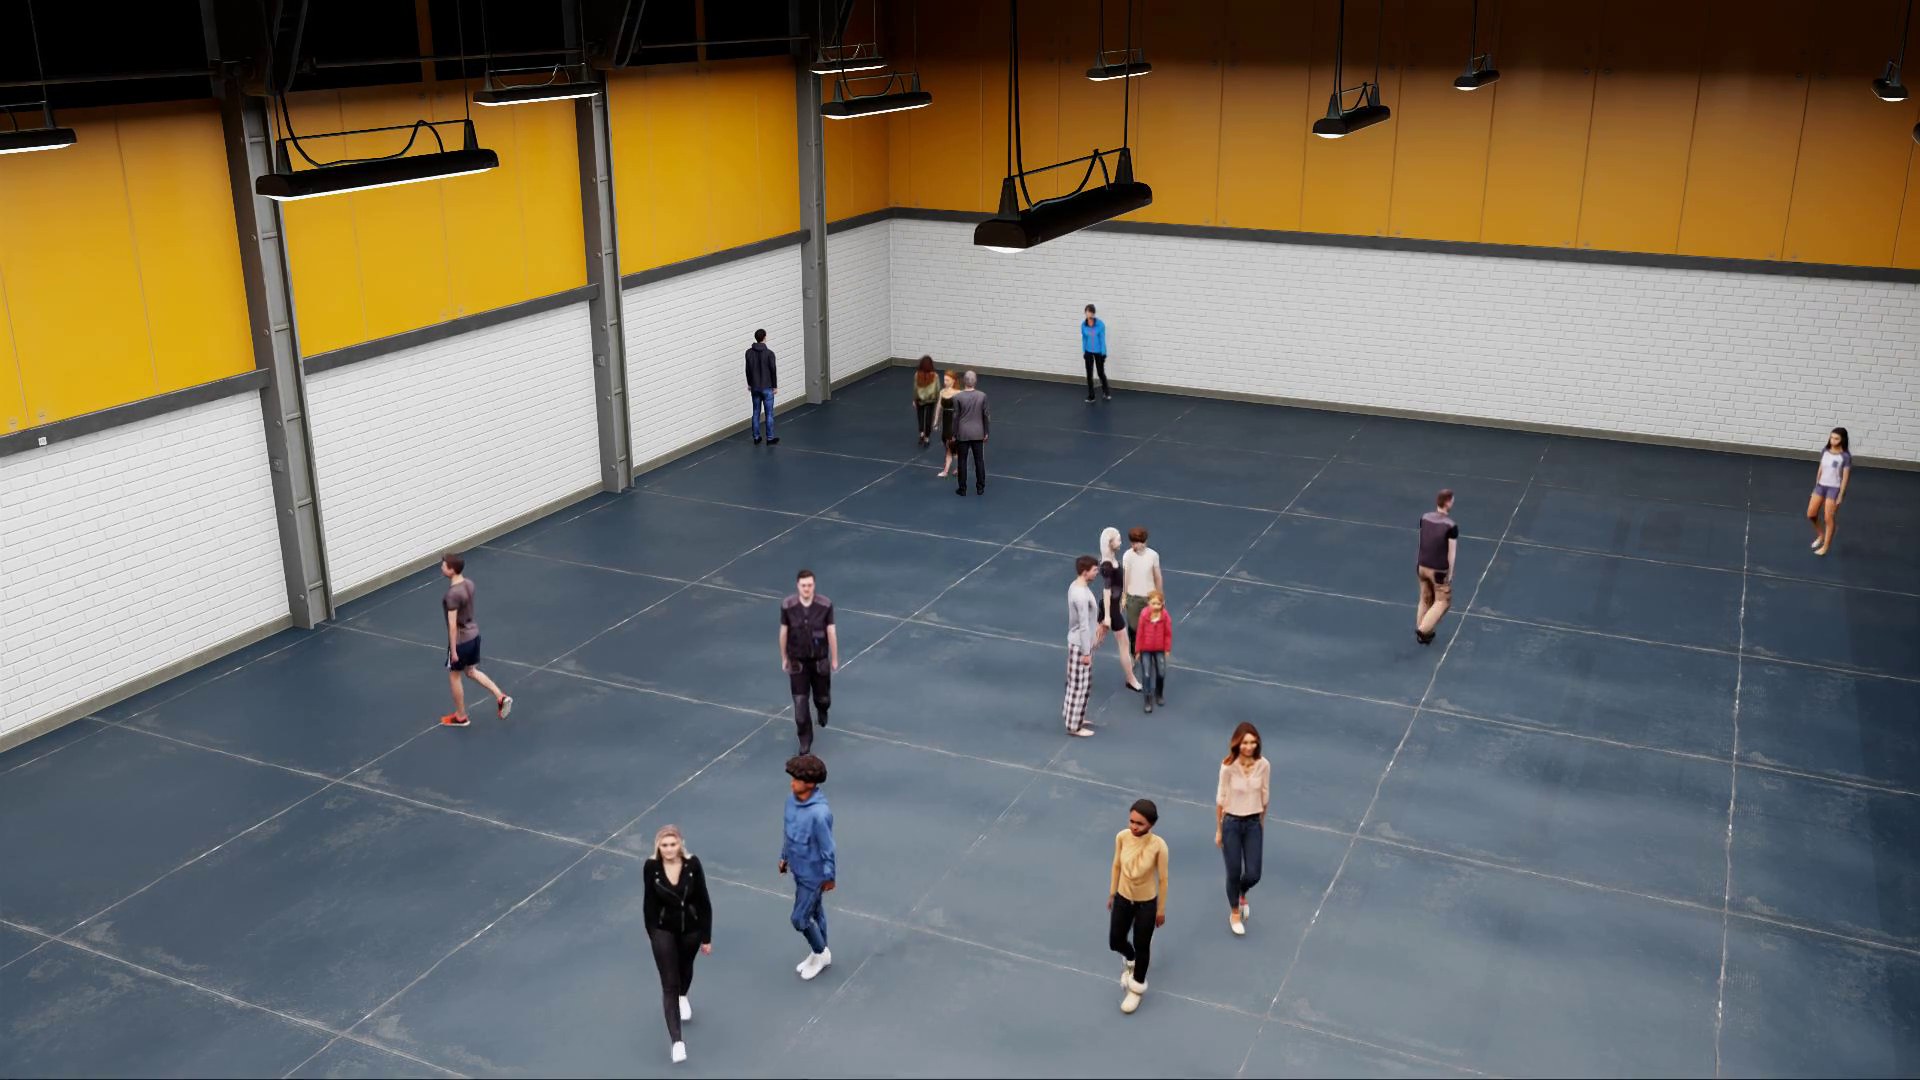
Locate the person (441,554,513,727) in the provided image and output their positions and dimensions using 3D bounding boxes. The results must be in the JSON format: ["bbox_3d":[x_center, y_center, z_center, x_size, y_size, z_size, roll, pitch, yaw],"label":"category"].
[{"bbox_3d":[-4.880,1.011,16.576,0.848,1.836,0.983,4,19,10],"label":"person"}]

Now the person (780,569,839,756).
[{"bbox_3d":[-1.480,1.141,16.203,0.958,1.829,1.102,0,19,0],"label":"person"}]

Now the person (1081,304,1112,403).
[{"bbox_3d":[2.428,-3.322,29.557,0.656,1.763,0.906,9,21,24],"label":"person"}]

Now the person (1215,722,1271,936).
[{"bbox_3d":[2.181,2.223,13.063,0.729,1.780,0.783,-1,19,-4],"label":"person"}]

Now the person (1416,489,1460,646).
[{"bbox_3d":[5.254,0.334,18.609,0.956,1.822,0.884,-14,23,-35],"label":"person"}]

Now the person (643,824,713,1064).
[{"bbox_3d":[-1.988,2.740,11.753,1.065,1.637,1.180,-5,19,-14],"label":"person"}]

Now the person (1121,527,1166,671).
[{"bbox_3d":[1.968,0.626,18.034,0.740,1.636,0.740,-2,19,-7],"label":"person"}]

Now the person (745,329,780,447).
[{"bbox_3d":[-3.201,-2.474,26.834,0.708,1.894,0.610,5,19,16],"label":"person"}]

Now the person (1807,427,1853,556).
[{"bbox_3d":[11.405,-0.647,21.684,0.757,1.717,0.713,-10,21,-27],"label":"person"}]

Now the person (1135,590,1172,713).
[{"bbox_3d":[1.974,1.113,17.099,0.619,1.309,0.675,1,19,3],"label":"person"}]

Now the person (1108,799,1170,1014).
[{"bbox_3d":[1.319,2.607,12.123,0.624,1.653,0.705,11,21,29],"label":"person"}]

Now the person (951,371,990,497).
[{"bbox_3d":[0.139,-1.563,24.215,0.806,1.839,0.829,-4,19,-12],"label":"person"}]

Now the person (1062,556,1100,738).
[{"bbox_3d":[1.192,1.028,16.509,0.771,1.847,0.642,-1,19,-2],"label":"person"}]

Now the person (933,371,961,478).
[{"bbox_3d":[-0.065,-1.774,25.218,0.757,1.599,0.967,16,24,39],"label":"person"}]

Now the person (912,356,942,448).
[{"bbox_3d":[-0.552,-2.213,26.746,0.785,1.455,0.925,1,19,3],"label":"person"}]

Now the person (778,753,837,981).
[{"bbox_3d":[-1.056,2.419,12.456,0.803,1.797,0.785,-11,22,-30],"label":"person"}]

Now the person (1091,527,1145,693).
[{"bbox_3d":[1.482,0.755,17.403,0.931,1.793,1.085,0,19,0],"label":"person"}]
